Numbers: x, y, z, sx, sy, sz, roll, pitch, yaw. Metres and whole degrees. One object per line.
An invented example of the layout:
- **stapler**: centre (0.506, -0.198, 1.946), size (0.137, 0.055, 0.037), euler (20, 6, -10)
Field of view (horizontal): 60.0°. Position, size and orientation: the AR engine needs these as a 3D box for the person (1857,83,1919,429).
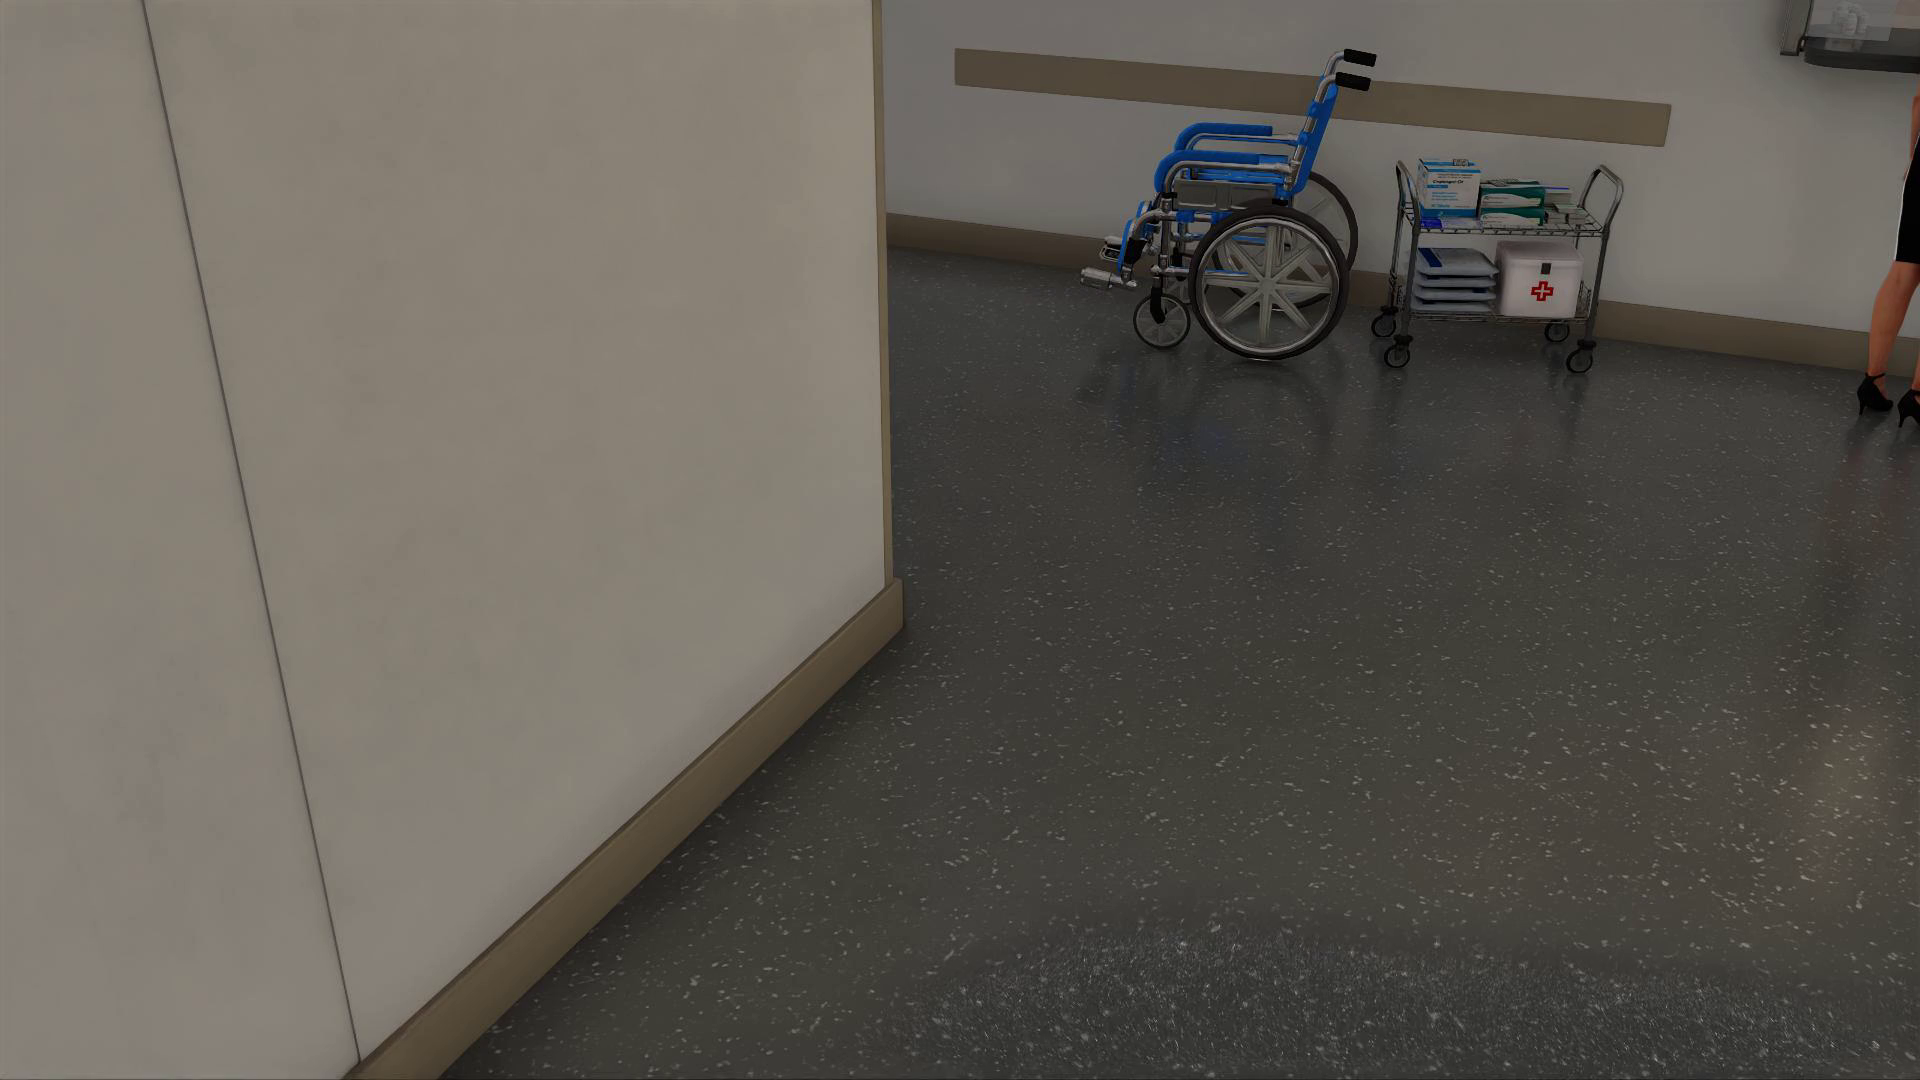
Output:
- **person**: centre (3.512, -1.267, 5.864), size (0.682, 1.796, 0.640), euler (-11, 28, -22)
